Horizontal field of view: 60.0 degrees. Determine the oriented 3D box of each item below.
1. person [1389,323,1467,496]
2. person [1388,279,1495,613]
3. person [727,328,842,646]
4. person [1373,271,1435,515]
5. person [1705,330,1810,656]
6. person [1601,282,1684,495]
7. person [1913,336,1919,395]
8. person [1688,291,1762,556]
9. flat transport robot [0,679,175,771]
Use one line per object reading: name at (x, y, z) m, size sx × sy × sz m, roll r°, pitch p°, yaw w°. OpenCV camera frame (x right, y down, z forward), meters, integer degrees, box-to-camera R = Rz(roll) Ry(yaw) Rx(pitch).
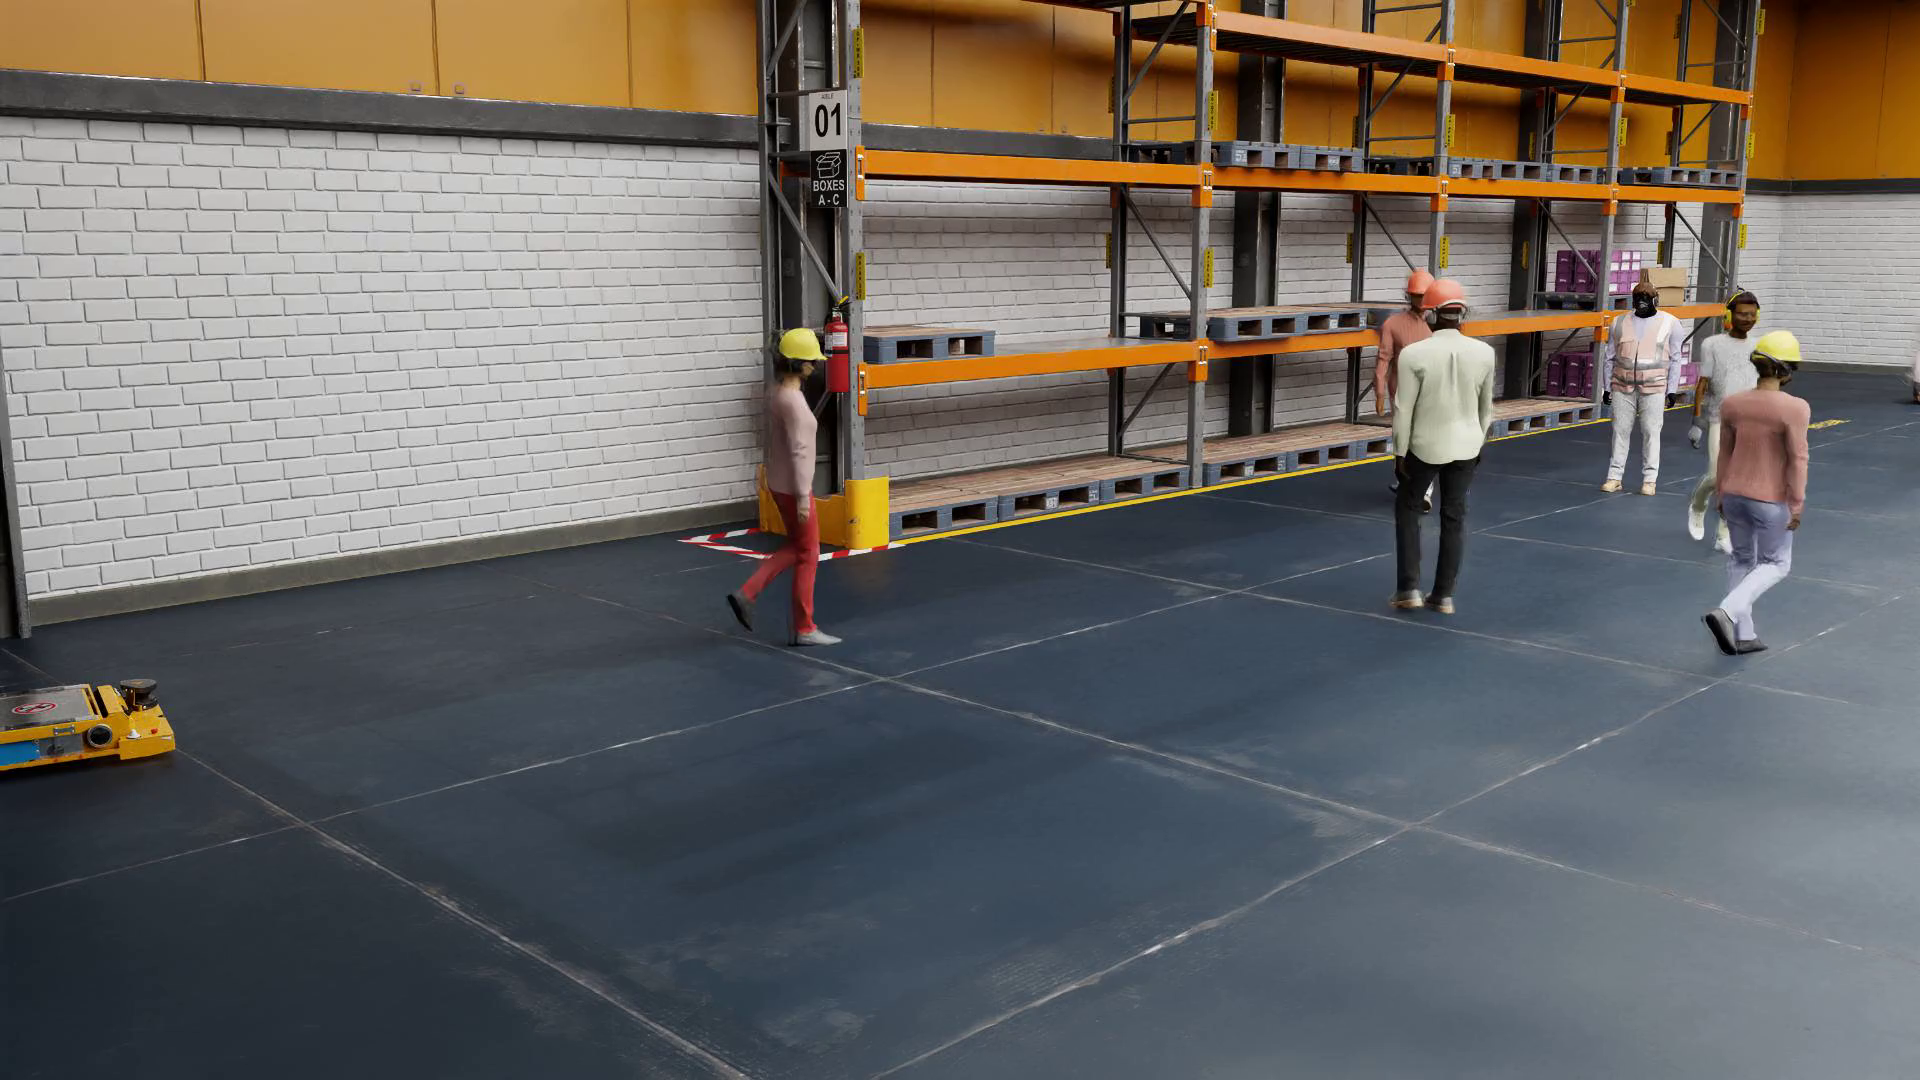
person at (4.025, -1.120, 14.018) m, size 0.806 × 1.599 × 0.541 m, roll -6°, pitch 12°, yaw -31°
person at (2.847, -0.542, 9.845) m, size 0.639 × 1.987 × 0.441 m, roll -1°, pitch 10°, yaw -5°
person at (-0.954, -0.273, 9.015) m, size 0.523 × 1.750 × 0.542 m, roll -3°, pitch 11°, yaw -18°
person at (3.682, -1.186, 13.468) m, size 0.654 × 1.939 × 1.004 m, roll 2°, pitch 11°, yaw 13°
person at (4.153, -0.224, 8.747) m, size 0.572 × 1.748 × 0.532 m, roll -5°, pitch 12°, yaw -27°
person at (5.898, -1.312, 14.442) m, size 0.636 × 1.842 × 0.429 m, roll 7°, pitch 13°, yaw 34°
person at (9.399, -1.565, 15.762) m, size 0.655 × 1.869 × 0.957 m, roll 4°, pitch 11°, yaw 22°
person at (5.433, -0.831, 11.782) m, size 0.544 × 1.856 × 0.530 m, roll 0°, pitch 10°, yaw -3°
flat transport robot at (-4.149, 0.833, 7.029) m, size 1.431 × 0.197 × 0.652 m, roll -6°, pitch 12°, yaw -31°
